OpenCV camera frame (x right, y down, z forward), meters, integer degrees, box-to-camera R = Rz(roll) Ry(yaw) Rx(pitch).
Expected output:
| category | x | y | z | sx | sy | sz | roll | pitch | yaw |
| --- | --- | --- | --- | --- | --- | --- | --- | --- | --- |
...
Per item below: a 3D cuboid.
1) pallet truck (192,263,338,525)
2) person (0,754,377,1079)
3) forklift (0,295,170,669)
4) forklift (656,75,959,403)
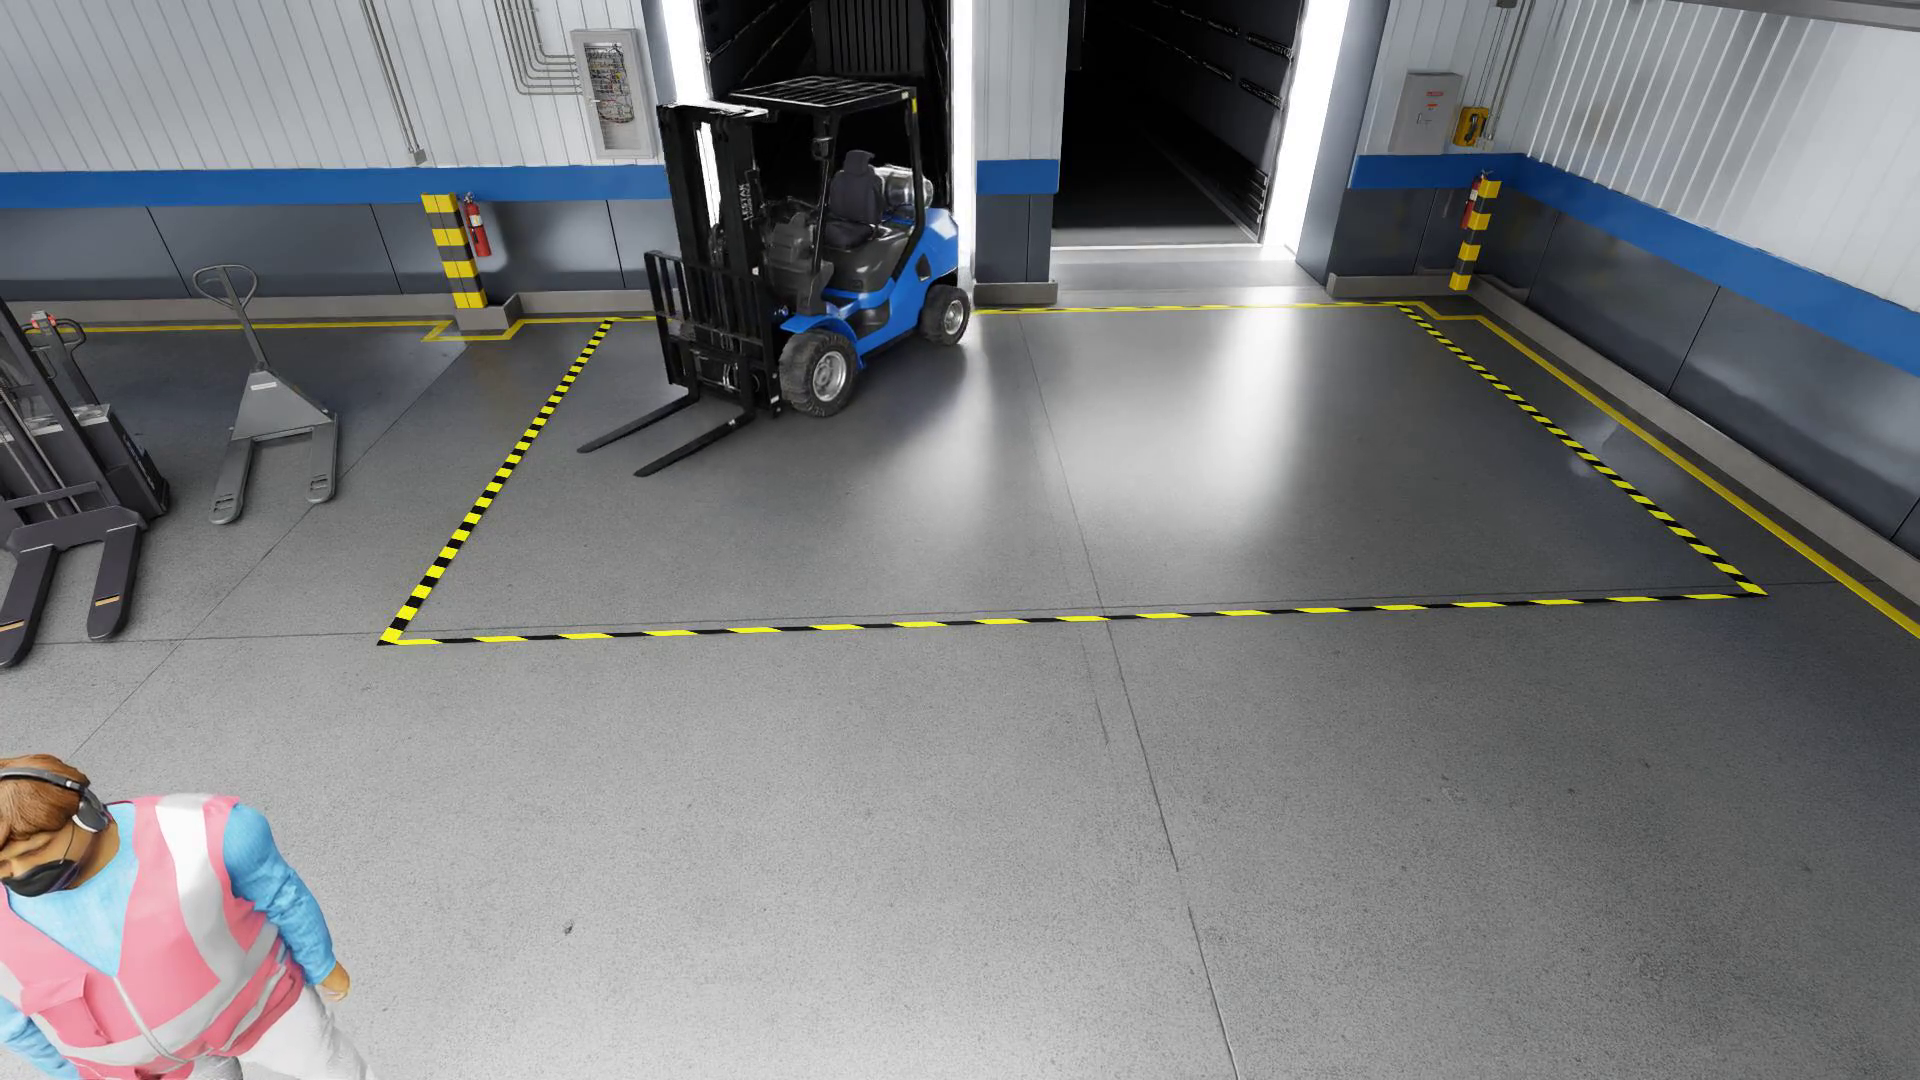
| category | x | y | z | sx | sy | sz | roll | pitch | yaw |
| --- | --- | --- | --- | --- | --- | --- | --- | --- | --- |
| pallet truck | -4.778 | -1.027 | 6.128 | 0.680 | 1.201 | 1.601 | -17 | 38 | -23 |
| person | -1.946 | 1.226 | 2.363 | 0.623 | 1.844 | 0.431 | -20 | 39 | -26 |
| forklift | -5.212 | -0.618 | 4.878 | 0.823 | 1.965 | 1.885 | -20 | 39 | -26 |
| forklift | -1.077 | -2.493 | 7.256 | 1.157 | 2.036 | 2.680 | 21 | 40 | 27 |
